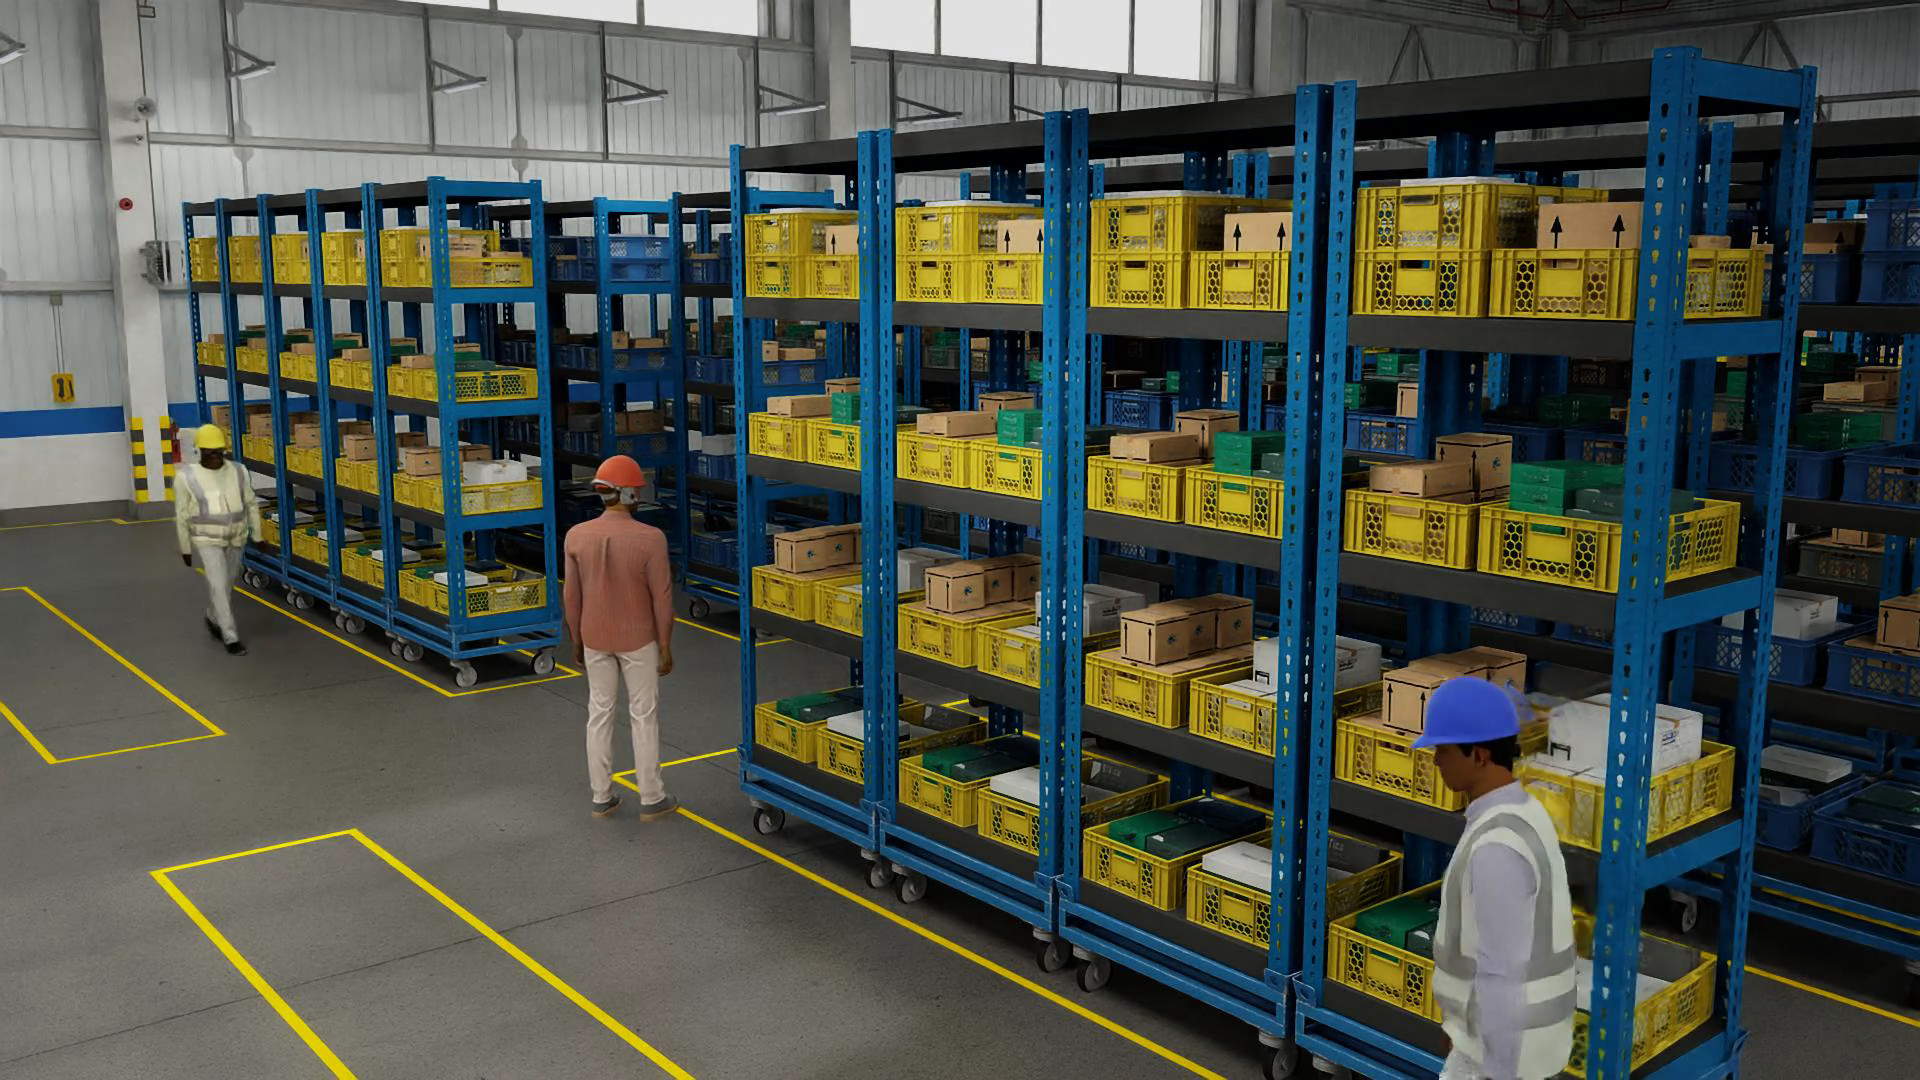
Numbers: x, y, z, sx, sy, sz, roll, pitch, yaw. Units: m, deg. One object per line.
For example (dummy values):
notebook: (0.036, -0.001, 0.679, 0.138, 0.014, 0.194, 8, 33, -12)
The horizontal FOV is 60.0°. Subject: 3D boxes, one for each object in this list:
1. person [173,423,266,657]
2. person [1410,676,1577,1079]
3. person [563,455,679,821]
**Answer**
person: (-5.825, -0.029, 13.035, 0.891, 1.803, 0.587, 8, 12, 40)
person: (1.430, 1.326, 4.529, 0.486, 1.914, 0.619, 4, 10, 24)
person: (-1.835, 0.535, 9.028, 0.612, 1.991, 0.392, 2, 10, 13)
